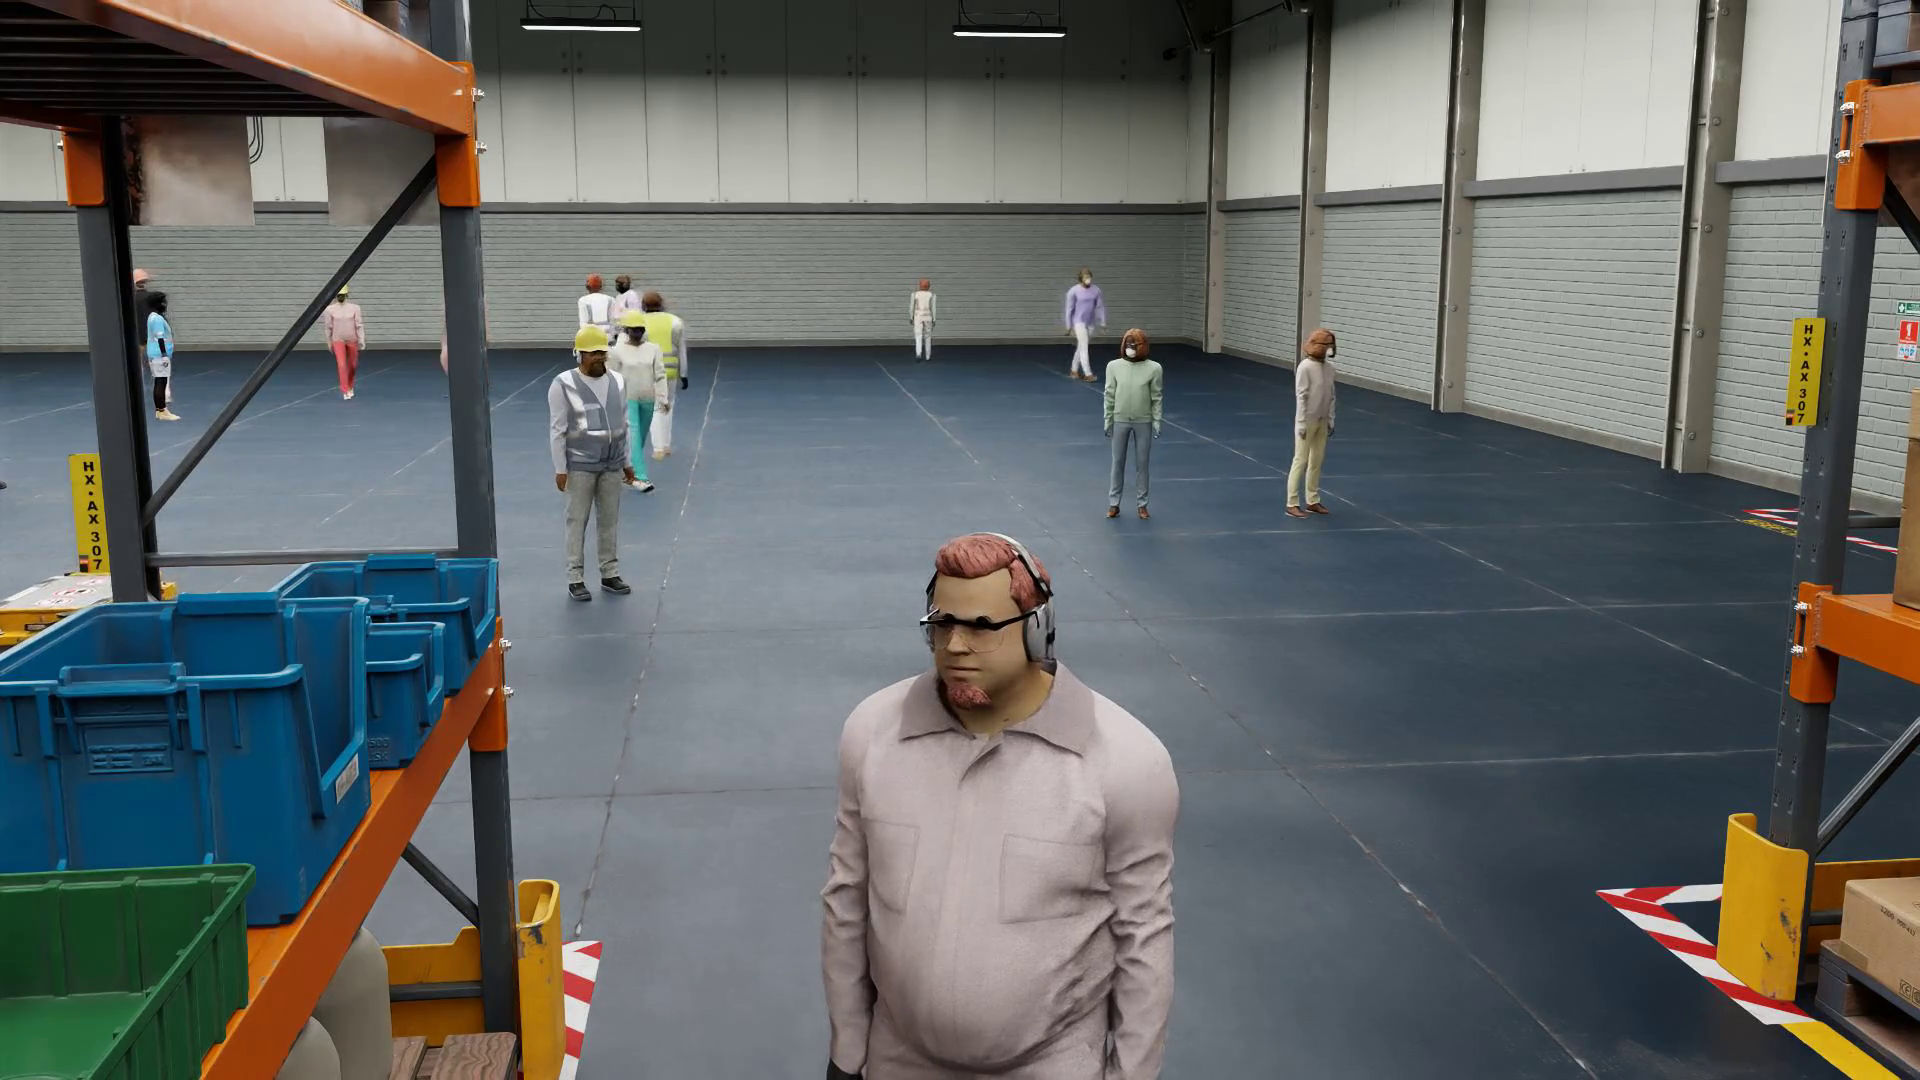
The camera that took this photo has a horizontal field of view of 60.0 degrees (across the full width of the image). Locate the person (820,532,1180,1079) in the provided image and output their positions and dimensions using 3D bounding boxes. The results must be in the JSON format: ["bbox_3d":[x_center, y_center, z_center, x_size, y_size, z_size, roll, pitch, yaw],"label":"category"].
[{"bbox_3d":[0.043,0.926,2.962,0.651,1.907,0.409,4,11,19],"label":"person"}]

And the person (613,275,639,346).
[{"bbox_3d":[-5.347,-3.381,26.863,0.922,1.809,0.634,-6,12,-29],"label":"person"}]

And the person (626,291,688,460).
[{"bbox_3d":[-3.347,-1.802,18.151,0.661,1.815,0.796,-5,11,-24],"label":"person"}]

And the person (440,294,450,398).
[{"bbox_3d":[-7.475,-3.029,24.682,0.678,1.887,0.540,5,11,25],"label":"person"}]

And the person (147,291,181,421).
[{"bbox_3d":[-10.470,-2.404,21.795,0.318,1.698,0.534,-7,12,-33],"label":"person"}]

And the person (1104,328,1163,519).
[{"bbox_3d":[1.475,-0.993,14.233,0.497,1.633,0.279,2,10,10],"label":"person"}]

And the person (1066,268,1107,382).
[{"bbox_3d":[2.062,-3.611,27.916,0.637,1.895,1.010,-6,12,-30],"label":"person"}]

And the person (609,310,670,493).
[{"bbox_3d":[-3.043,-1.318,15.775,0.528,1.716,0.925,-6,12,-30],"label":"person"}]

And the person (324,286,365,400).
[{"bbox_3d":[-9.187,-2.978,24.804,0.521,1.740,0.782,-6,12,-31],"label":"person"}]

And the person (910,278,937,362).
[{"bbox_3d":[-0.711,-4.255,32.184,0.518,1.609,0.791,0,10,-2],"label":"person"}]

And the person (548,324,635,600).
[{"bbox_3d":[-2.436,-0.522,11.107,0.600,1.830,0.403,-10,14,-42],"label":"person"}]

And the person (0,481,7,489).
[{"bbox_3d":[-9.384,-1.411,15.700,0.544,1.935,0.361,-2,10,-9],"label":"person"}]

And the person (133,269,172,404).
[{"bbox_3d":[-11.730,-2.915,23.928,1.051,1.942,0.639,7,13,35],"label":"person"}]

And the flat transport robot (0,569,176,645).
[{"bbox_3d":[-5.472,0.399,10.339,0.652,0.197,1.431,-1,10,-6],"label":"flat transport robot"}]

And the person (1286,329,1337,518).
[{"bbox_3d":[3.056,-1.002,14.330,0.498,1.626,0.305,-8,13,-38],"label":"person"}]

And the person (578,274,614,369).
[{"bbox_3d":[-5.271,-2.905,24.077,0.582,1.866,0.501,-8,13,-36],"label":"person"}]
